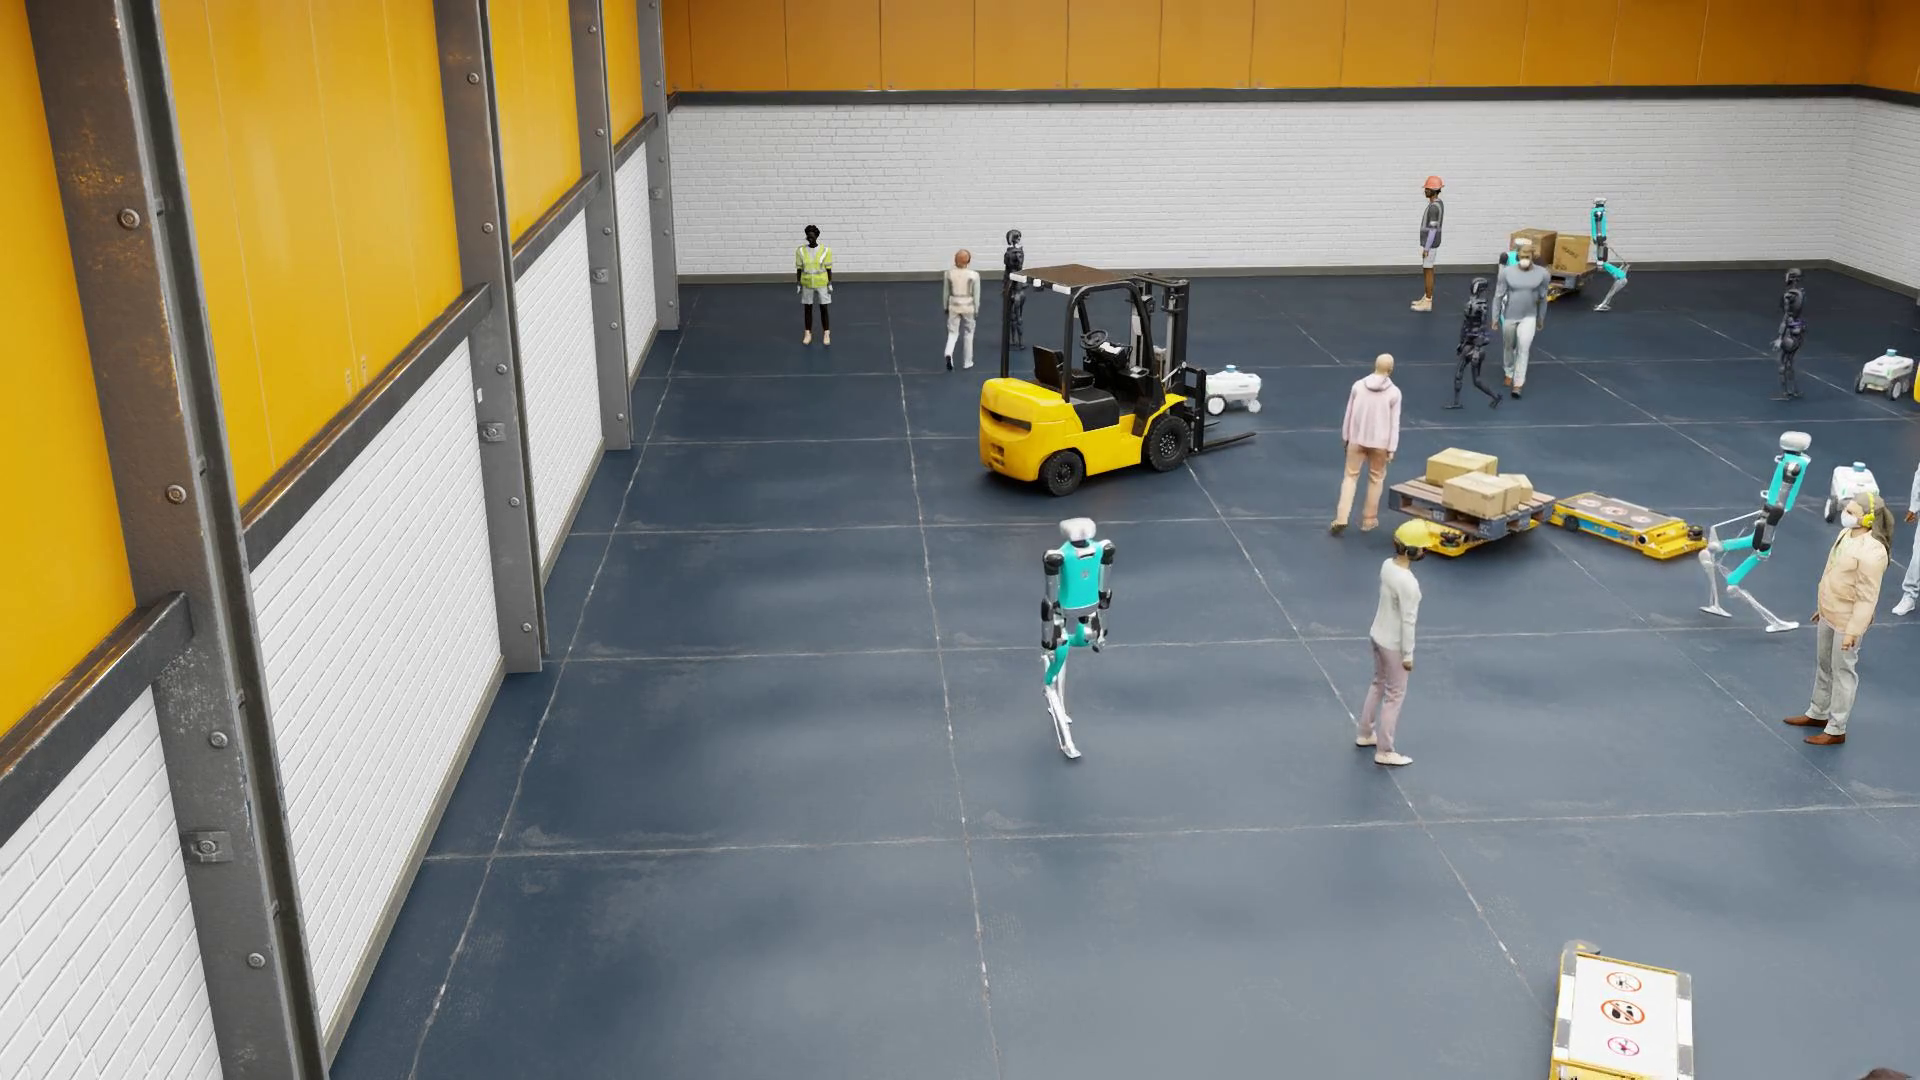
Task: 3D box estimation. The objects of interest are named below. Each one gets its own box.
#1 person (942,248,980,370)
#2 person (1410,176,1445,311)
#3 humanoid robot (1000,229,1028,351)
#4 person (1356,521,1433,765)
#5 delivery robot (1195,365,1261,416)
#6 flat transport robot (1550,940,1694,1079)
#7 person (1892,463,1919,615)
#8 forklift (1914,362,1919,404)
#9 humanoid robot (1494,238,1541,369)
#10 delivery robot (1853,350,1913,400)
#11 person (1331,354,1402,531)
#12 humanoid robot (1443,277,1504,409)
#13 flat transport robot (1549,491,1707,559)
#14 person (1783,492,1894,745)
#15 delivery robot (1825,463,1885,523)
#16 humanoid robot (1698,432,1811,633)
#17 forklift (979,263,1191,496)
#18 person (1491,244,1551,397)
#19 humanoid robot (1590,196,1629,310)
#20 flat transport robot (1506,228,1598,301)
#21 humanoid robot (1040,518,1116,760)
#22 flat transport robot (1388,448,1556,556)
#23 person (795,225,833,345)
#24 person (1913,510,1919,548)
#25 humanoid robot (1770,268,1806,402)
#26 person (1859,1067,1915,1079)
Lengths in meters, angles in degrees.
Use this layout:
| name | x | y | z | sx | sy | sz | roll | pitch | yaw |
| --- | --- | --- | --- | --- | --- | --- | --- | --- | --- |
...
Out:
| name | x | y | z | sx | sy | sz | roll | pitch | yaw |
| --- | --- | --- | --- | --- | --- | --- | --- | --- | --- |
| person | 0.003 | -3.012 | 21.875 | 0.520 | 1.622 | 0.622 | 6 | 21 | 16 |
| person | 7.144 | -4.521 | 25.377 | 0.374 | 2.043 | 0.607 | 7 | 21 | 18 |
| humanoid robot | 0.753 | -3.464 | 23.001 | 0.315 | 1.657 | 0.599 | -7 | 21 | -17 |
| person | 3.041 | 0.702 | 11.557 | 0.364 | 1.753 | 0.542 | -2 | 20 | -6 |
| delivery robot | 3.247 | -1.814 | 20.167 | 0.801 | 0.604 | 0.499 | -3 | 20 | -8 |
| flat transport robot | 3.419 | 2.581 | 8.596 | 0.659 | 0.231 | 1.431 | 8 | 22 | 20 |
| person | 8.273 | -0.251 | 13.919 | 0.587 | 1.920 | 0.392 | 15 | 25 | 36 |
| forklift | 12.602 | -2.435 | 19.475 | 2.313 | 2.155 | 1.214 | -1 | 20 | -4 |
| humanoid robot | 7.281 | -3.032 | 21.773 | 0.560 | 1.743 | 1.015 | 3 | 20 | 8 |
| delivery robot | 11.657 | -2.101 | 20.909 | 0.766 | 0.575 | 0.499 | -16 | 25 | -36 |
| person | 3.902 | -0.892 | 15.911 | 0.550 | 1.755 | 0.605 | 10 | 22 | 24 |
| humanoid robot | 6.267 | -2.361 | 20.074 | 0.701 | 1.642 | 0.595 | -2 | 20 | -6 |
| flat transport robot | 6.375 | -0.159 | 16.059 | 0.659 | 0.231 | 1.431 | -13 | 24 | -31 |
| person | 6.287 | 0.547 | 11.806 | 0.413 | 1.876 | 0.553 | 1 | 20 | 1 |
| delivery robot | 8.864 | -0.471 | 16.475 | 0.499 | 0.581 | 0.767 | 7 | 21 | 19 |
| humanoid robot | 6.493 | -0.070 | 13.690 | 0.981 | 1.738 | 0.535 | 10 | 23 | 26 |
| forklift | 1.315 | -1.764 | 17.646 | 2.313 | 2.155 | 1.214 | -14 | 24 | -33 |
| person | 6.999 | -2.775 | 20.855 | 0.650 | 1.877 | 1.033 | 8 | 22 | 21 |
| humanoid robot | 9.878 | -4.316 | 25.206 | 0.782 | 1.741 | 0.537 | 6 | 21 | 17 |
| flat transport robot | 9.459 | -4.082 | 26.750 | 0.659 | 0.231 | 1.431 | 16 | 26 | 37 |
| humanoid robot | 0.736 | 0.627 | 11.826 | 0.547 | 1.778 | 0.900 | -9 | 22 | -22 |
| flat transport robot | 4.911 | -0.159 | 16.061 | 1.431 | 0.231 | 0.659 | -15 | 25 | -36 |
| person | -2.040 | -3.575 | 23.304 | 0.534 | 1.693 | 0.320 | 2 | 20 | 5 |
| person | 9.220 | -0.770 | 15.401 | 0.812 | 1.862 | 0.420 | -7 | 21 | -18 |
| humanoid robot | 10.254 | -2.529 | 20.495 | 0.400 | 1.638 | 0.645 | 15 | 25 | 36 |
| person | 3.230 | 2.674 | 6.180 | 0.430 | 1.756 | 0.519 | 8 | 22 | 22 |
